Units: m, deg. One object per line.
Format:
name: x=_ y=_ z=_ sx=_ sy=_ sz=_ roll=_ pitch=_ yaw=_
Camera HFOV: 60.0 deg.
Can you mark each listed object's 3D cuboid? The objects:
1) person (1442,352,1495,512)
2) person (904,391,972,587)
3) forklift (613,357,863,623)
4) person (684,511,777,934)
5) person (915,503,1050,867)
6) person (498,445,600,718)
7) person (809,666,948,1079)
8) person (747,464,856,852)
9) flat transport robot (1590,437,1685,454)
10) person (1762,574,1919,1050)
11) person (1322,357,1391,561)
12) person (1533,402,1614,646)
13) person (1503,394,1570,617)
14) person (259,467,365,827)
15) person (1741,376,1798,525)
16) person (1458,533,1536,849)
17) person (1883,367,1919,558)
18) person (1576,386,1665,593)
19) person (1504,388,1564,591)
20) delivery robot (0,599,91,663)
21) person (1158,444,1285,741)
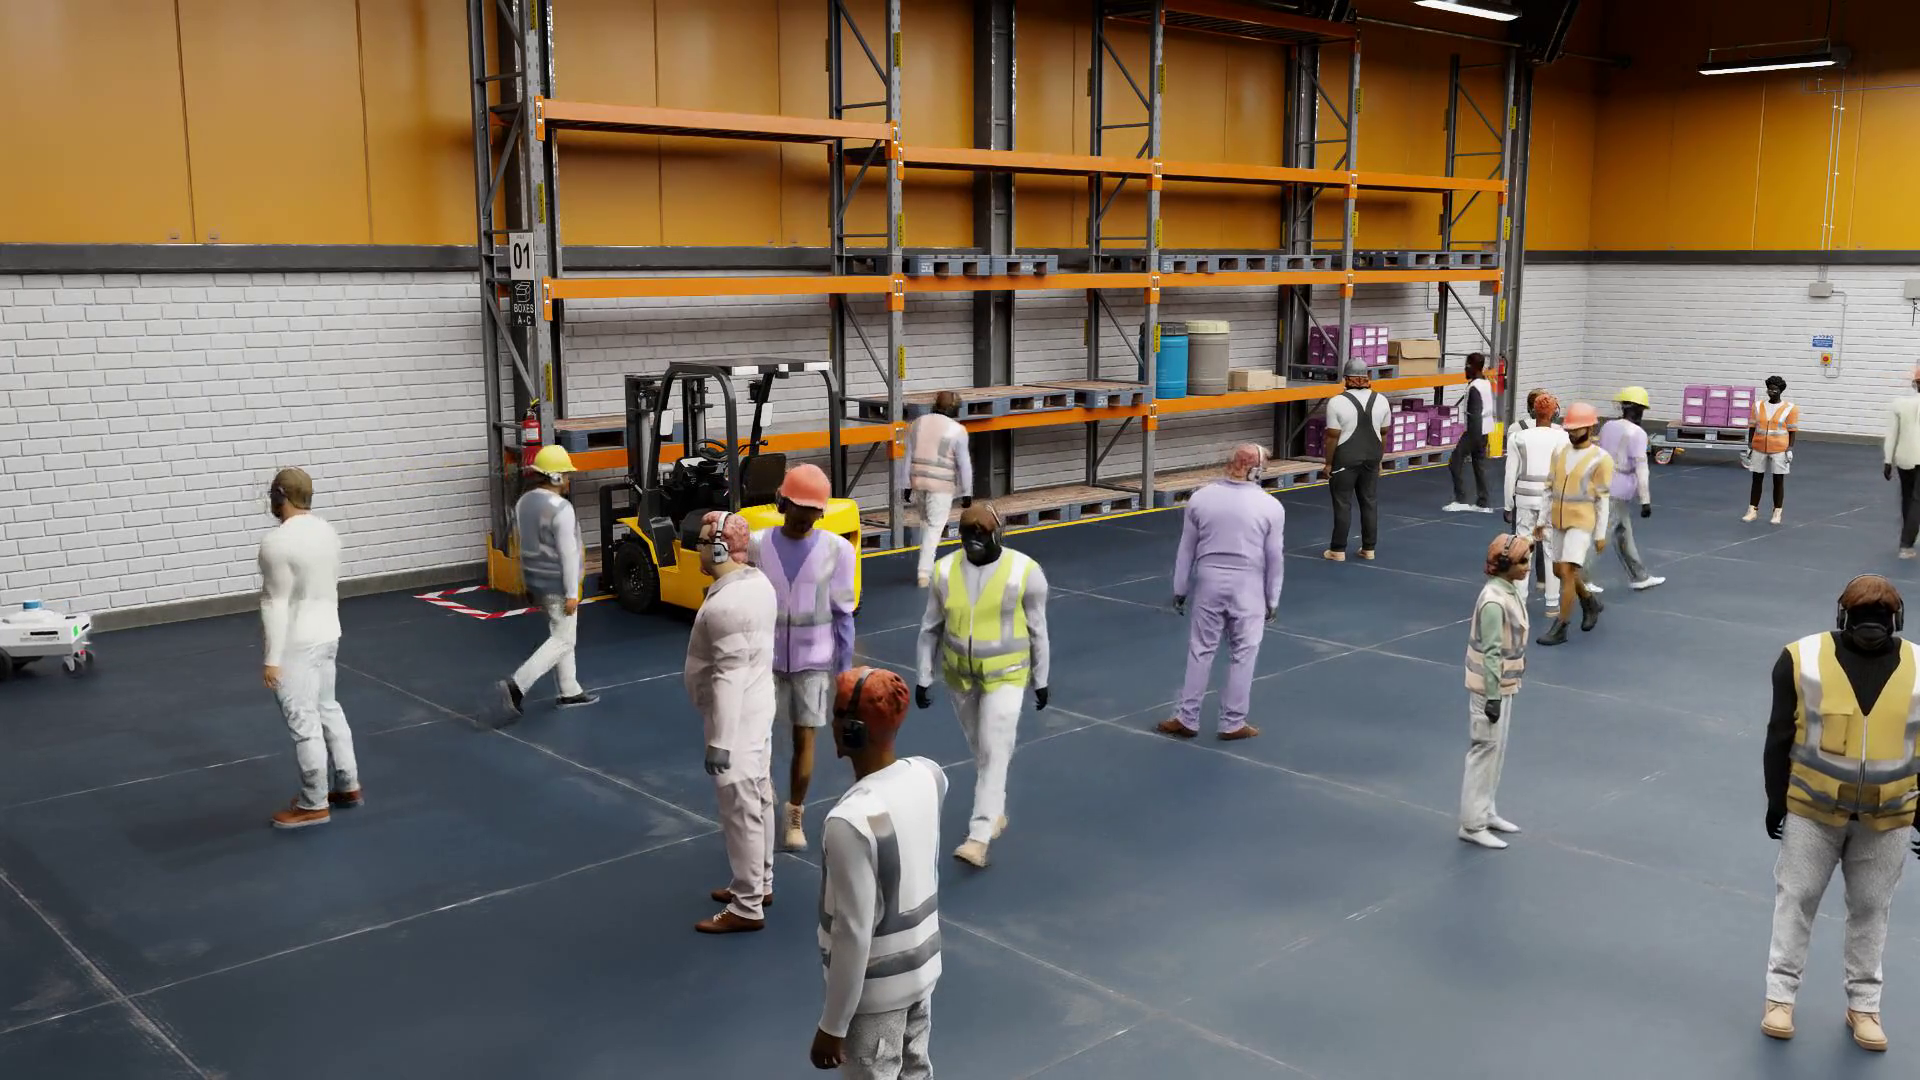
person: x=6.030 y=-1.272 z=19.749 sx=0.675 sy=1.896 sz=0.597 roll=6 pitch=12 yaw=33
person: x=-0.189 y=-0.476 z=15.388 sx=0.627 sy=1.798 sz=0.679 roll=7 pitch=12 yaw=35
forklift: x=-1.847 y=-0.414 z=13.852 sx=1.214 sy=2.155 sz=2.313 roll=-9 pitch=13 yaw=-42
person: x=-1.037 y=0.815 z=7.501 sx=0.400 sy=1.910 sz=0.643 roll=1 pitch=10 yaw=6
person: x=0.078 y=0.716 z=8.388 sx=0.651 sy=1.797 sz=0.929 roll=4 pitch=11 yaw=24
person: x=-2.729 y=0.280 z=10.933 sx=0.736 sy=1.811 sz=0.599 roll=-9 pitch=13 yaw=-43
person: x=-0.240 y=1.284 z=4.821 sx=0.354 sy=1.883 sz=0.573 roll=5 pitch=11 yaw=25
person: x=-0.846 y=0.602 z=8.465 sx=0.667 sy=2.011 sz=0.545 roll=1 pitch=10 yaw=4
flat transport robot: x=10.349 y=-1.469 z=25.653 sx=1.431 sy=0.197 sz=0.652 roll=1 pitch=10 yaw=8
person: x=3.424 y=1.036 z=6.396 sx=0.624 sy=1.845 sz=0.430 roll=4 pitch=10 yaw=20
person: x=3.912 y=-0.813 z=16.638 sx=0.673 sy=2.000 sz=0.535 roll=-3 pitch=10 yaw=-14
person: x=4.876 y=-0.147 z=13.138 sx=0.837 sy=1.904 sz=0.554 roll=-6 pitch=11 yaw=-29
person: x=4.887 y=-0.289 z=14.027 sx=0.584 sy=1.882 sz=0.337 roll=3 pitch=10 yaw=18
person: x=-3.486 y=0.579 z=8.897 sx=0.430 sy=1.915 sz=0.665 roll=1 pitch=10 yaw=5
person: x=9.192 y=-1.020 z=18.866 sx=0.533 sy=1.693 sz=0.319 roll=9 pitch=13 yaw=43
person: x=2.765 y=0.769 z=8.589 sx=0.320 sy=1.630 sz=0.524 roll=5 pitch=11 yaw=26
person: x=9.804 y=-0.818 z=16.958 sx=1.075 sy=1.928 sz=0.608 roll=-9 pitch=13 yaw=-43
person: x=5.954 y=-0.438 z=14.947 sx=0.955 sy=1.871 sz=0.613 roll=-1 pitch=10 yaw=-9
person: x=5.214 y=-0.455 z=15.122 sx=0.517 sy=1.841 sz=0.324 roll=5 pitch=11 yaw=29
delivery robot: x=-6.691 y=0.672 z=12.014 sx=0.707 sy=0.478 sz=0.477 roll=-2 pitch=10 yaw=-11
person: x=1.645 y=0.330 z=10.464 sx=0.795 sy=1.874 sz=0.414 roll=4 pitch=11 yaw=24
